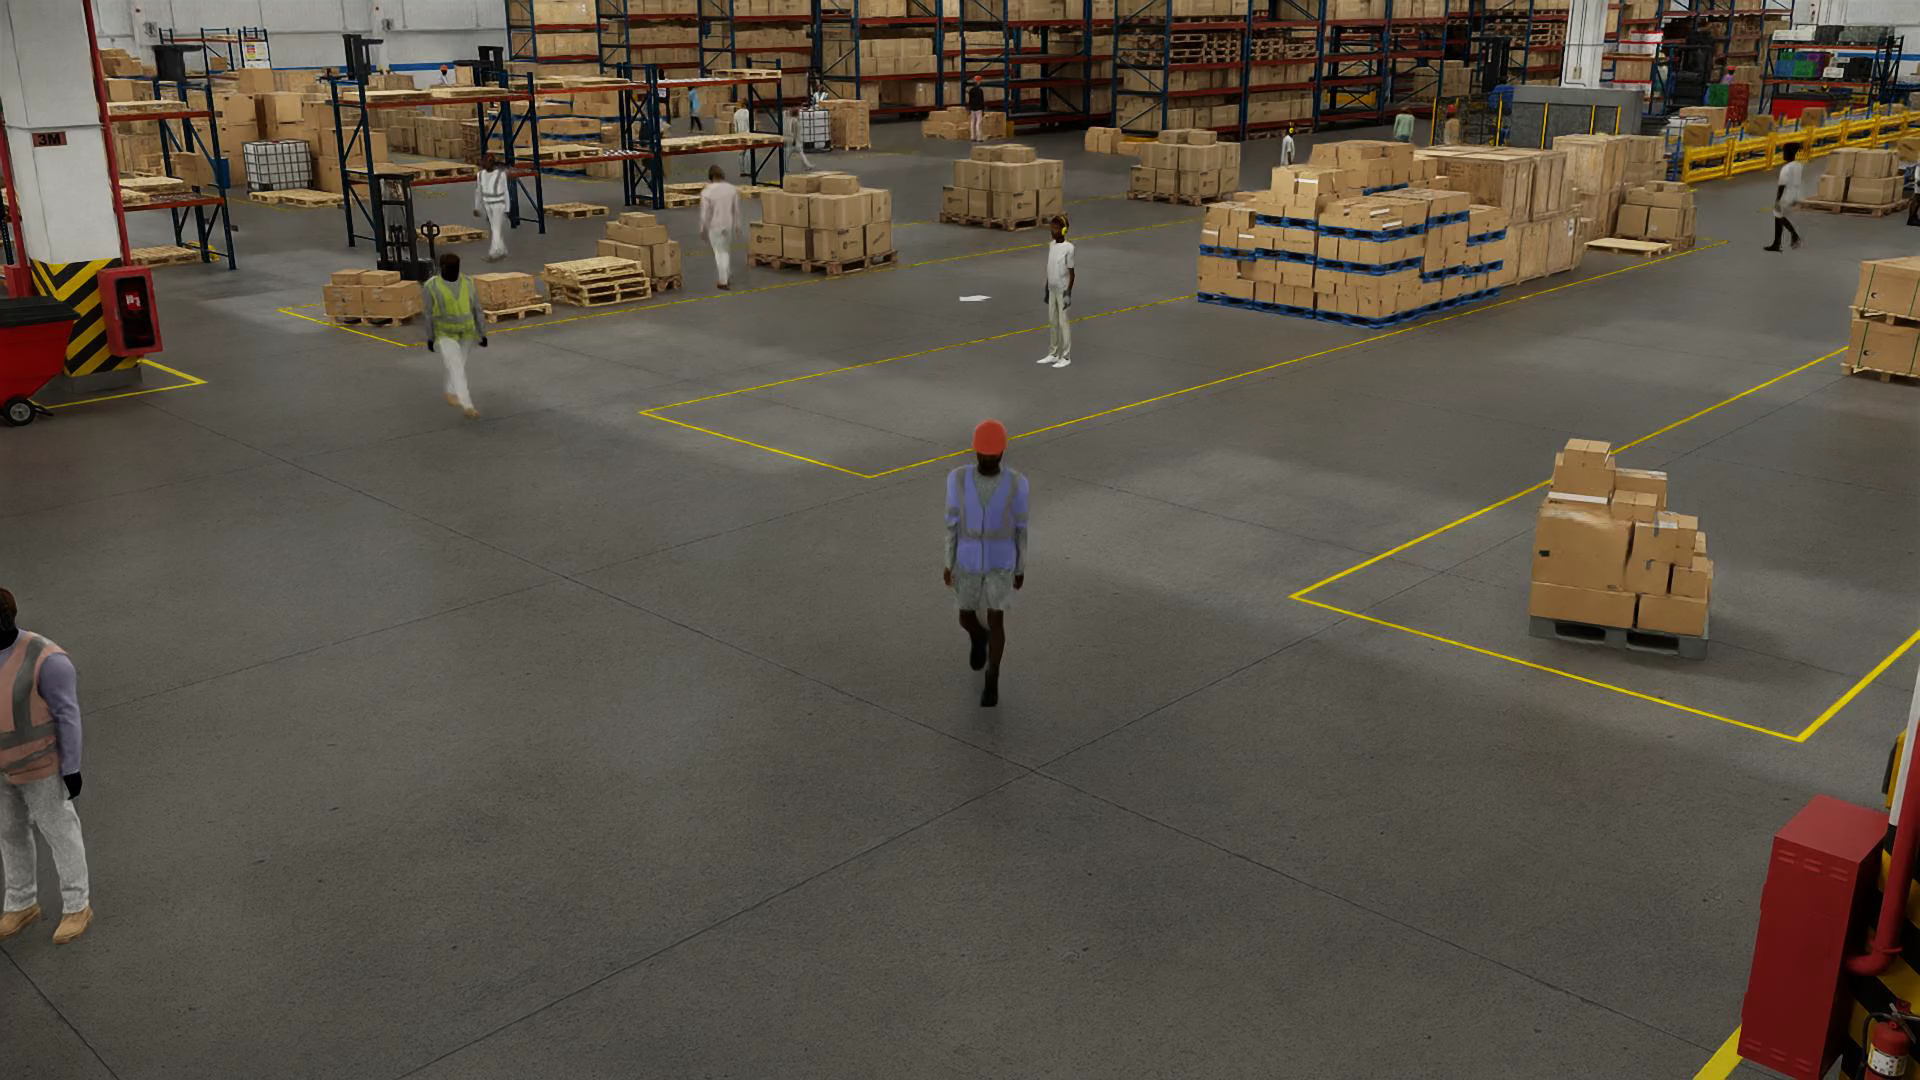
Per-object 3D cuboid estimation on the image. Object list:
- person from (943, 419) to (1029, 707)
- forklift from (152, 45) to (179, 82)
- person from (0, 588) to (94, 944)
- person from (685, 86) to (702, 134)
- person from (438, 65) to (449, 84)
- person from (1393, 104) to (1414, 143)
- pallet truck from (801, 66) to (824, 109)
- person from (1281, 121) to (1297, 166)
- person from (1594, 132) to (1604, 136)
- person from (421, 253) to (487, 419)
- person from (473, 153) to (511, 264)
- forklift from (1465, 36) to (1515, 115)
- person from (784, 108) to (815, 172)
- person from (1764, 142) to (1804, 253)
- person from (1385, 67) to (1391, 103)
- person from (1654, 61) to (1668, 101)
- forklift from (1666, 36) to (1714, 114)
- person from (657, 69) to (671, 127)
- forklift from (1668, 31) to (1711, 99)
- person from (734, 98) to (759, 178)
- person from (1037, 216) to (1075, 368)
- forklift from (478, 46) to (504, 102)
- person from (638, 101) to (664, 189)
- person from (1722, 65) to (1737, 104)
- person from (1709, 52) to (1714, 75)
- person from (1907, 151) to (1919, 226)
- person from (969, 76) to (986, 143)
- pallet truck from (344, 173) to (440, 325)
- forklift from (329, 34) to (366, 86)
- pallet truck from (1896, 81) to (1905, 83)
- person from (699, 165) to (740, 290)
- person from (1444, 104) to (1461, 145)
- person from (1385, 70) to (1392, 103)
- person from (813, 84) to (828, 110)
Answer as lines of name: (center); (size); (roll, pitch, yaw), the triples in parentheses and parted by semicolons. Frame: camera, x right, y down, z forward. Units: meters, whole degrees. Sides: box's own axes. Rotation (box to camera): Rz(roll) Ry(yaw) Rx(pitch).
person: (0.178, 0.110, 10.949); (0.566, 1.922, 0.600); (3, 19, 8)
forklift: (-25.011, -14.211, 52.597); (1.129, 2.768, 1.873); (17, 25, 41)
person: (-4.584, 1.096, 8.103); (0.622, 1.845, 0.430); (2, 19, 7)
person: (-8.618, -13.950, 53.708); (0.481, 1.686, 0.555); (0, 18, 1)
person: (-18.331, -15.942, 59.285); (0.379, 1.937, 0.547); (6, 19, 17)
person: (11.780, -10.759, 44.192); (0.510, 1.611, 0.422); (3, 19, 8)
pallet truck: (-4.812, -15.182, 56.903); (0.823, 1.965, 1.885); (-9, 21, -26)
person: (6.923, -7.850, 35.004); (0.328, 1.877, 0.513); (0, 18, 0)
person: (12.846, -7.370, 33.739); (0.556, 1.747, 0.485); (-15, 23, -37)
person: (-5.586, -2.292, 18.401); (0.631, 1.795, 1.001); (-15, 23, -38)
person: (-8.067, -5.665, 28.463); (0.583, 1.846, 0.911); (9, 20, 24)
forklift: (19.973, -17.201, 61.605); (1.873, 2.768, 1.129); (16, 24, 40)
person: (-4.203, -10.279, 42.763); (0.869, 1.586, 0.535); (-7, 20, -20)
person: (14.698, -6.065, 29.504); (0.637, 1.952, 0.498); (-13, 22, -34)
person: (16.236, -17.101, 63.172); (0.538, 1.681, 0.485); (-8, 20, -23)
person: (29.255, -19.265, 69.620); (0.550, 1.731, 0.812); (16, 24, 40)
forklift: (27.341, -17.291, 61.877); (1.129, 2.768, 1.873); (17, 25, 41)
person: (-10.085, -15.051, 56.649); (0.589, 1.912, 0.390); (13, 23, 35)
forklift: (30.893, -19.903, 69.747); (1.873, 2.768, 1.129); (-4, 19, -11)
person: (-5.330, -10.019, 41.445); (0.630, 1.937, 0.373); (13, 22, 33)
person: (1.210, -3.077, 20.624); (0.328, 1.876, 0.513); (-12, 22, -32)
forklift: (-14.397, -13.832, 51.456); (1.129, 2.768, 1.873); (17, 25, 41)
person: (-7.267, -9.306, 39.131); (0.606, 2.000, 0.698); (-16, 24, -40)
person: (27.421, -15.962, 59.369); (0.404, 1.922, 0.578); (3, 19, 8)
person: (32.966, -20.703, 73.598); (0.962, 1.951, 0.647); (-16, 24, -40)
person: (19.141, -7.206, 32.966); (0.379, 1.938, 0.547); (17, 25, 42)
person: (0.534, -13.133, 50.733); (0.381, 1.996, 0.608); (-15, 24, -38)
pallet truck: (-8.209, -4.181, 23.757); (0.823, 1.965, 1.885); (3, 19, 9)
forklift: (-23.563, -18.265, 64.811); (1.129, 2.768, 1.873); (17, 25, 41)
pallet truck: (34.802, -16.331, 61.455); (0.653, 1.274, 1.630); (17, 25, 41)
person: (-3.801, -4.889, 26.011); (0.661, 1.915, 0.676); (-15, 23, -37)
person: (11.746, -9.398, 39.638); (0.545, 1.907, 0.909); (-13, 22, -34)
person: (16.107, -16.932, 62.786); (0.606, 1.599, 0.570); (16, 24, 39)
person: (-4.407, -13.613, 52.741); (0.548, 1.638, 0.312); (3, 19, 8)
